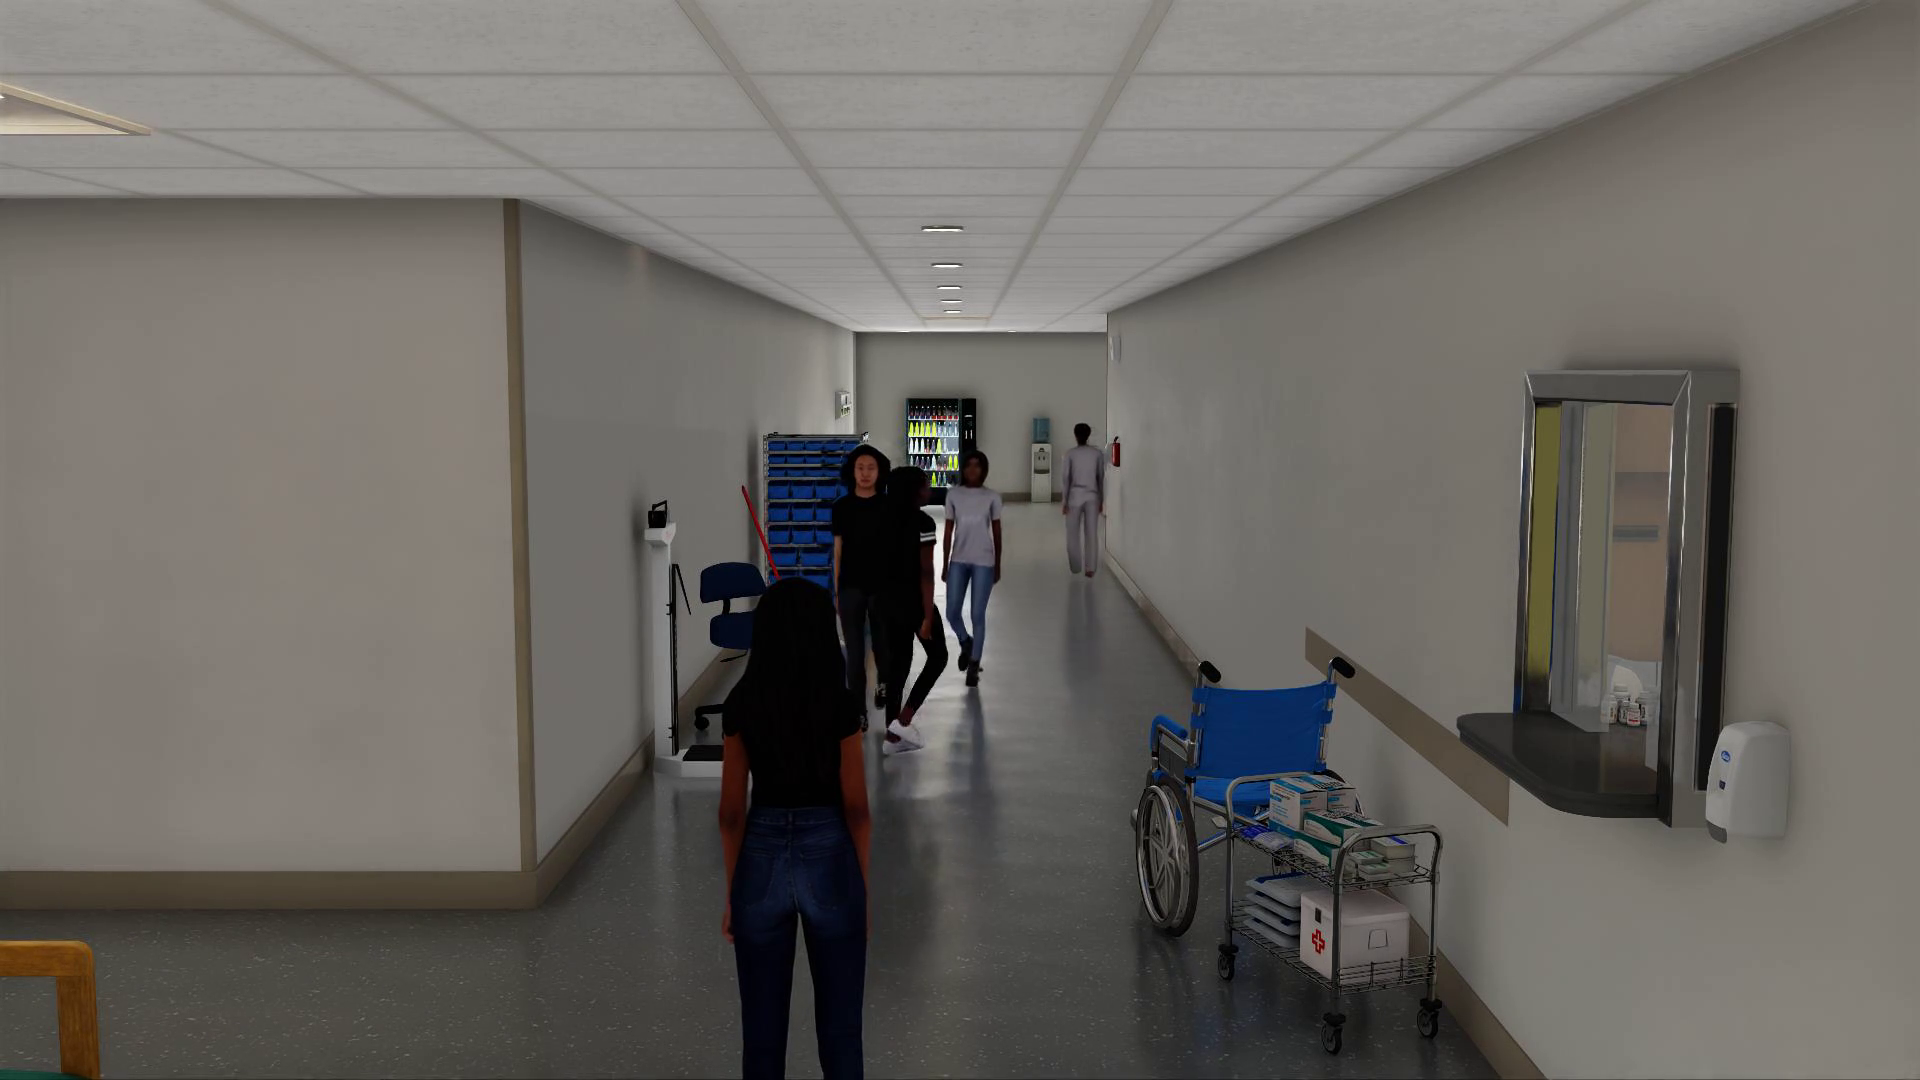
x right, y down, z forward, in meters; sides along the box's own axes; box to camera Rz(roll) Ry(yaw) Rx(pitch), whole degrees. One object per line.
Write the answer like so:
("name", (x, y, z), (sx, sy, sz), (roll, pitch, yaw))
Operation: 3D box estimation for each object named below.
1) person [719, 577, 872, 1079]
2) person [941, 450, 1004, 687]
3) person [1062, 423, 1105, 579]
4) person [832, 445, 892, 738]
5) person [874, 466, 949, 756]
("person", (-0.435, 0.964, 4.469), (0.458, 1.737, 0.611), (0, 6, 0))
("person", (0.098, 0.194, 12.220), (0.682, 1.717, 0.723), (1, 6, 10))
("person", (1.372, -0.398, 18.232), (1.104, 1.692, 0.707), (0, 6, -3))
("person", (-0.580, 0.311, 10.595), (1.033, 1.797, 0.751), (1, 6, 5))
("person", (-0.372, 0.432, 9.852), (0.771, 1.717, 0.832), (5, 8, 44))
